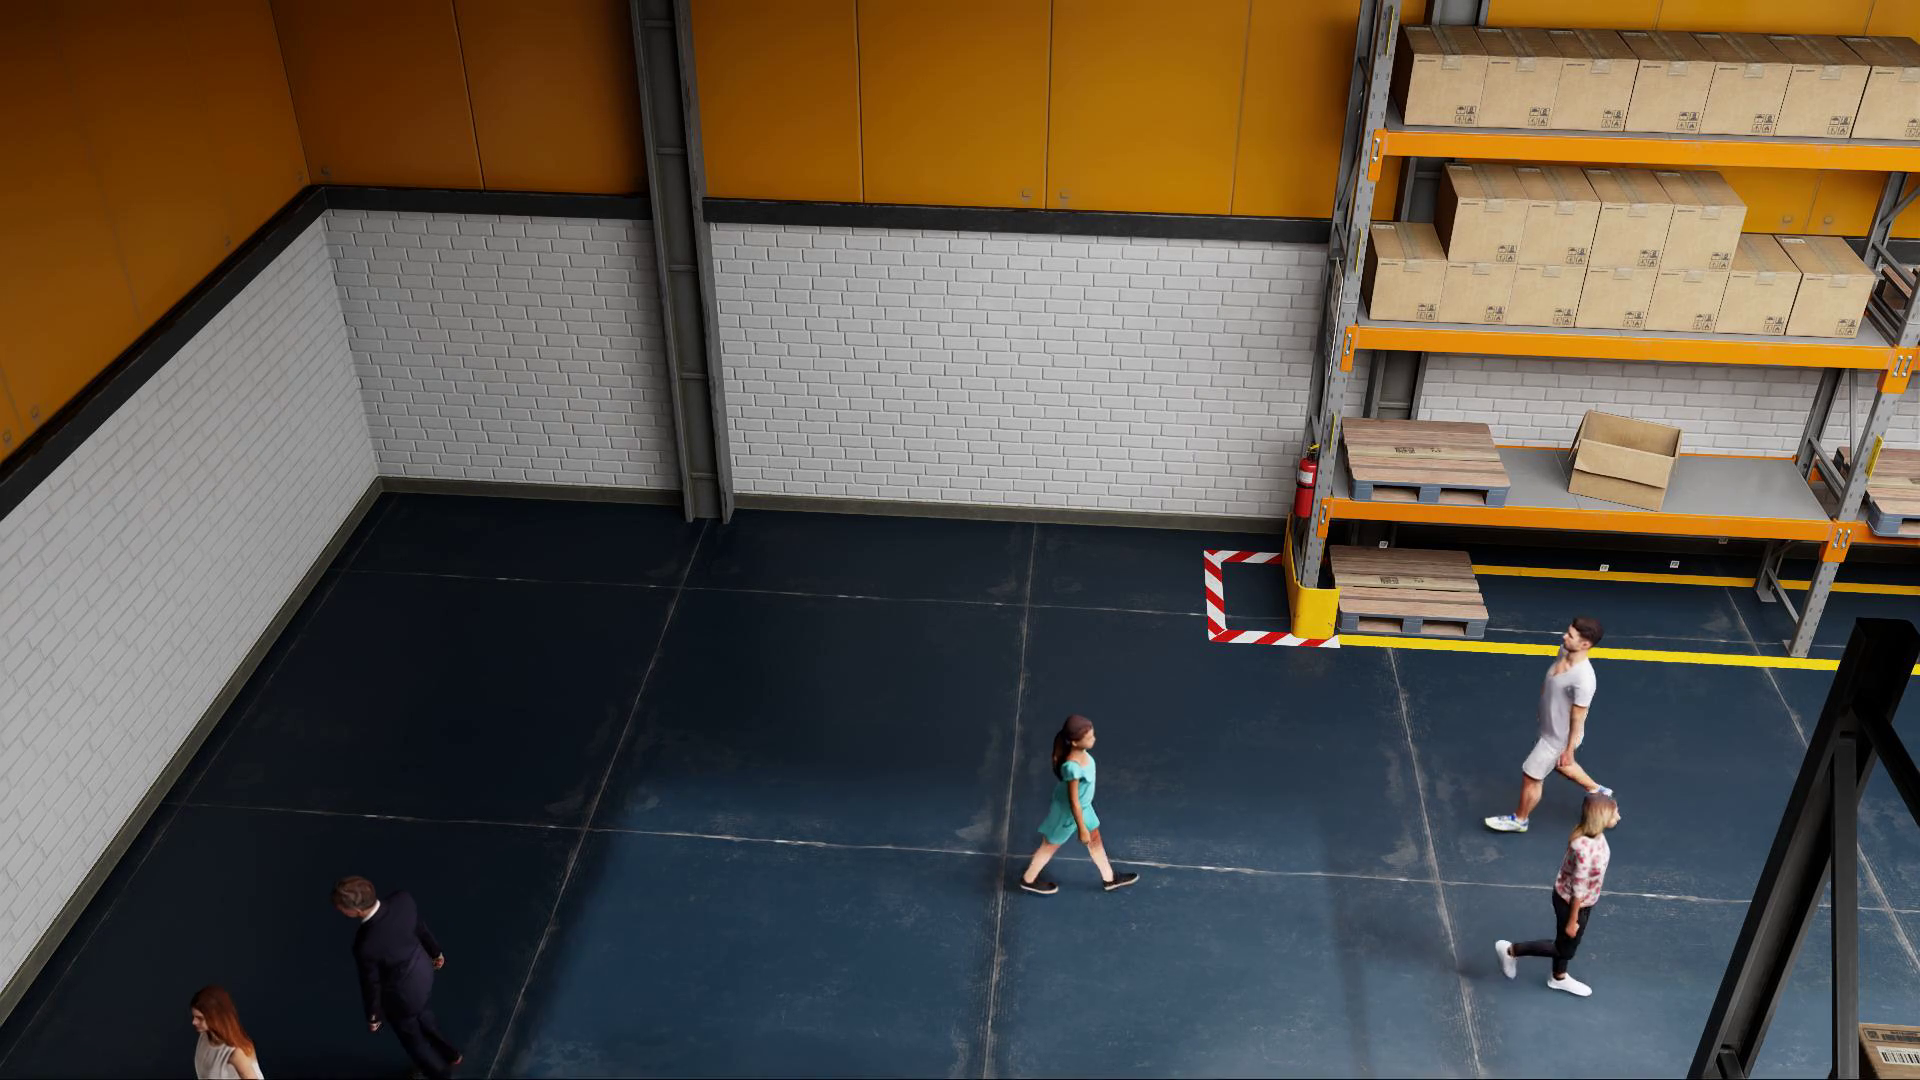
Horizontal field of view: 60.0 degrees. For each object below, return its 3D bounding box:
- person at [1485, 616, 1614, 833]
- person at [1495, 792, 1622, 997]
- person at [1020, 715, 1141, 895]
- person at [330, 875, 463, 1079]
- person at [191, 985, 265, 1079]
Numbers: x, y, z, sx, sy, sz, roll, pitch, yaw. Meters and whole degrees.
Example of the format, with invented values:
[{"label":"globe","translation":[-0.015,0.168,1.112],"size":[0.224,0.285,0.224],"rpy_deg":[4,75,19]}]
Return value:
[{"label":"person","translation":[4.194,1.294,11.391],"size":[1.067,1.834,0.675],"rpy_deg":[2,34,3]},{"label":"person","translation":[3.705,2.183,10.245],"size":[0.936,1.621,0.772],"rpy_deg":[16,37,23]},{"label":"person","translation":[0.644,1.776,10.955],"size":[1.038,1.514,0.616],"rpy_deg":[6,34,8]},{"label":"person","translation":[-3.136,2.563,9.525],"size":[0.713,1.785,0.789],"rpy_deg":[12,36,18]},{"label":"person","translation":[-3.826,3.010,8.910],"size":[0.635,1.722,0.715],"rpy_deg":[29,43,36]}]
